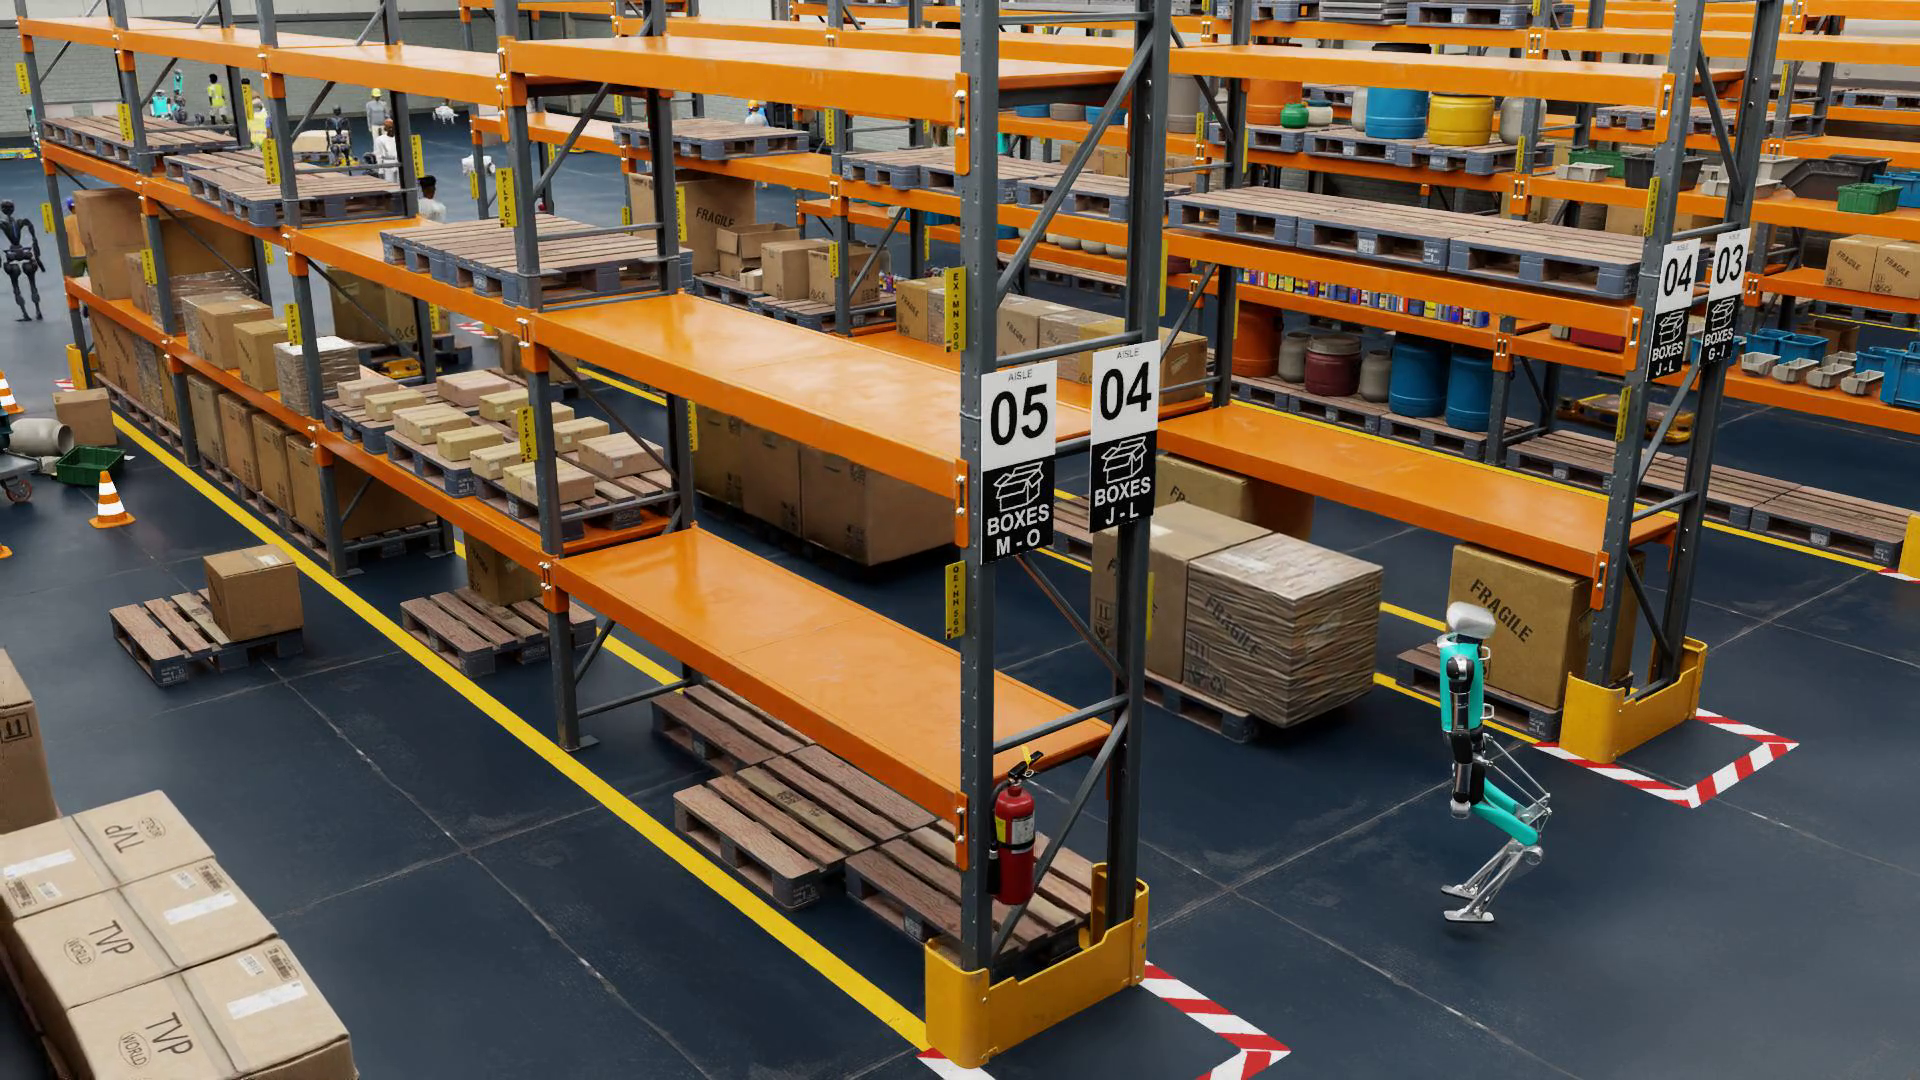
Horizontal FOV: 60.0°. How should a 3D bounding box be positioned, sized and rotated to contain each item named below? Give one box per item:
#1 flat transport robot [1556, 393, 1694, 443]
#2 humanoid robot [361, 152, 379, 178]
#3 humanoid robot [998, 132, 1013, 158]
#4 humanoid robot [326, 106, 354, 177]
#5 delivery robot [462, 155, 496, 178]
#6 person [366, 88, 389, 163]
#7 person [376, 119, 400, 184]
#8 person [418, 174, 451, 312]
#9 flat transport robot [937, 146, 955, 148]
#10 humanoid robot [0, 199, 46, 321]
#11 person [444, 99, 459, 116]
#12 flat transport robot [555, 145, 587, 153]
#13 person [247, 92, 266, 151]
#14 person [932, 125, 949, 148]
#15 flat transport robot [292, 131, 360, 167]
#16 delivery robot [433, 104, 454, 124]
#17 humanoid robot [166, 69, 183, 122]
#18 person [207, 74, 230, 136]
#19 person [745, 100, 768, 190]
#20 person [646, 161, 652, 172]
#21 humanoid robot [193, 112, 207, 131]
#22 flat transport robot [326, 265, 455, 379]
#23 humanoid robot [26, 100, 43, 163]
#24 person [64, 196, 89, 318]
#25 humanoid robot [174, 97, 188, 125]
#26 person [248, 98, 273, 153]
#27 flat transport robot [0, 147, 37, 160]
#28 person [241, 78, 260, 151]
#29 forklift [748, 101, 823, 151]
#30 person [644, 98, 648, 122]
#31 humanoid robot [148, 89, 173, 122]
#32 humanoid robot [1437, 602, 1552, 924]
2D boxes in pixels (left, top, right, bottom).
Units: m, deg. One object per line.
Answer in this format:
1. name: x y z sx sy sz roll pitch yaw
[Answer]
1. flat transport robot: 7.148 -1.307 17.656 0.659 0.231 1.431 -14 24 -34
2. humanoid robot: -9.990 -5.686 28.002 0.469 1.648 0.616 -1 19 -3
3. humanoid robot: 0.986 -7.339 32.639 0.763 1.793 0.539 -15 24 -37
4. humanoid robot: -13.789 -8.808 36.938 0.600 1.630 0.767 -3 20 -8
5. delivery robot: -10.957 -8.529 37.759 0.499 0.581 0.767 7 21 19
6. person: -14.042 -10.018 40.213 0.523 1.753 0.367 -12 23 -31
7. person: -10.671 -6.984 31.378 0.582 1.882 0.341 -13 23 -33
8. person: -7.344 -4.073 23.010 0.608 1.942 0.730 6 20 17
9. flat transport robot: -0.363 -7.385 34.954 0.659 0.231 1.431 -8 21 -21
10. humanoid robot: -12.852 -3.817 22.693 0.605 1.647 0.359 -16 25 -39
11. person: -15.943 -14.145 51.782 0.498 1.870 0.380 17 25 39
12. flat transport robot: -9.649 -10.096 42.670 0.659 0.231 1.431 11 22 28
13. person: -15.913 -9.180 37.665 0.500 1.869 0.942 -2 19 -4
14. person: -0.467 -8.819 36.875 0.961 1.701 0.549 9 21 23
15. flat transport robot: -15.044 -8.945 39.392 1.431 0.231 0.659 -1 19 -4
16. delivery robot: -15.472 -12.798 49.899 0.499 0.575 0.750 -12 23 -31
17. humanoid robot: -22.302 -12.368 46.915 0.892 1.765 0.585 -7 21 -20
18. person: -20.720 -12.107 46.275 0.851 1.655 0.551 12 23 30
19. person: -4.343 -8.417 35.456 0.569 1.889 0.389 -12 22 -30
20. person: -6.076 -7.592 33.320 0.470 1.743 0.344 -6 20 -17
21. humanoid robot: -16.081 -8.202 35.171 0.402 1.643 0.609 3 20 8
22. flat transport robot: -6.879 -2.183 20.148 0.659 0.231 1.431 -15 24 -37
23. humanoid robot: -20.854 -9.159 37.845 0.530 1.778 0.999 -11 22 -28
24. person: -11.952 -3.830 22.684 0.556 1.687 0.472 -8 21 -21
25. humanoid robot: -18.140 -9.464 38.749 0.381 1.641 0.595 -12 23 -30
26. person: -15.066 -8.550 35.846 0.563 1.876 0.642 3 20 7
27. flat transport robot: -23.570 -9.499 40.969 1.431 0.231 0.659 -11 22 -28
28. person: -18.031 -10.815 42.348 0.793 1.842 0.413 8 21 21
29. forklift: -4.526 -11.368 42.374 1.129 2.768 1.873 -15 24 -37
30. person: -7.938 -11.100 42.954 0.404 1.979 0.486 15 24 37
31. humanoid robot: -18.976 -9.853 39.823 0.871 1.791 0.554 15 24 36
32. humanoid robot: 2.698 1.135 8.285 0.735 1.681 0.533 6 20 16
